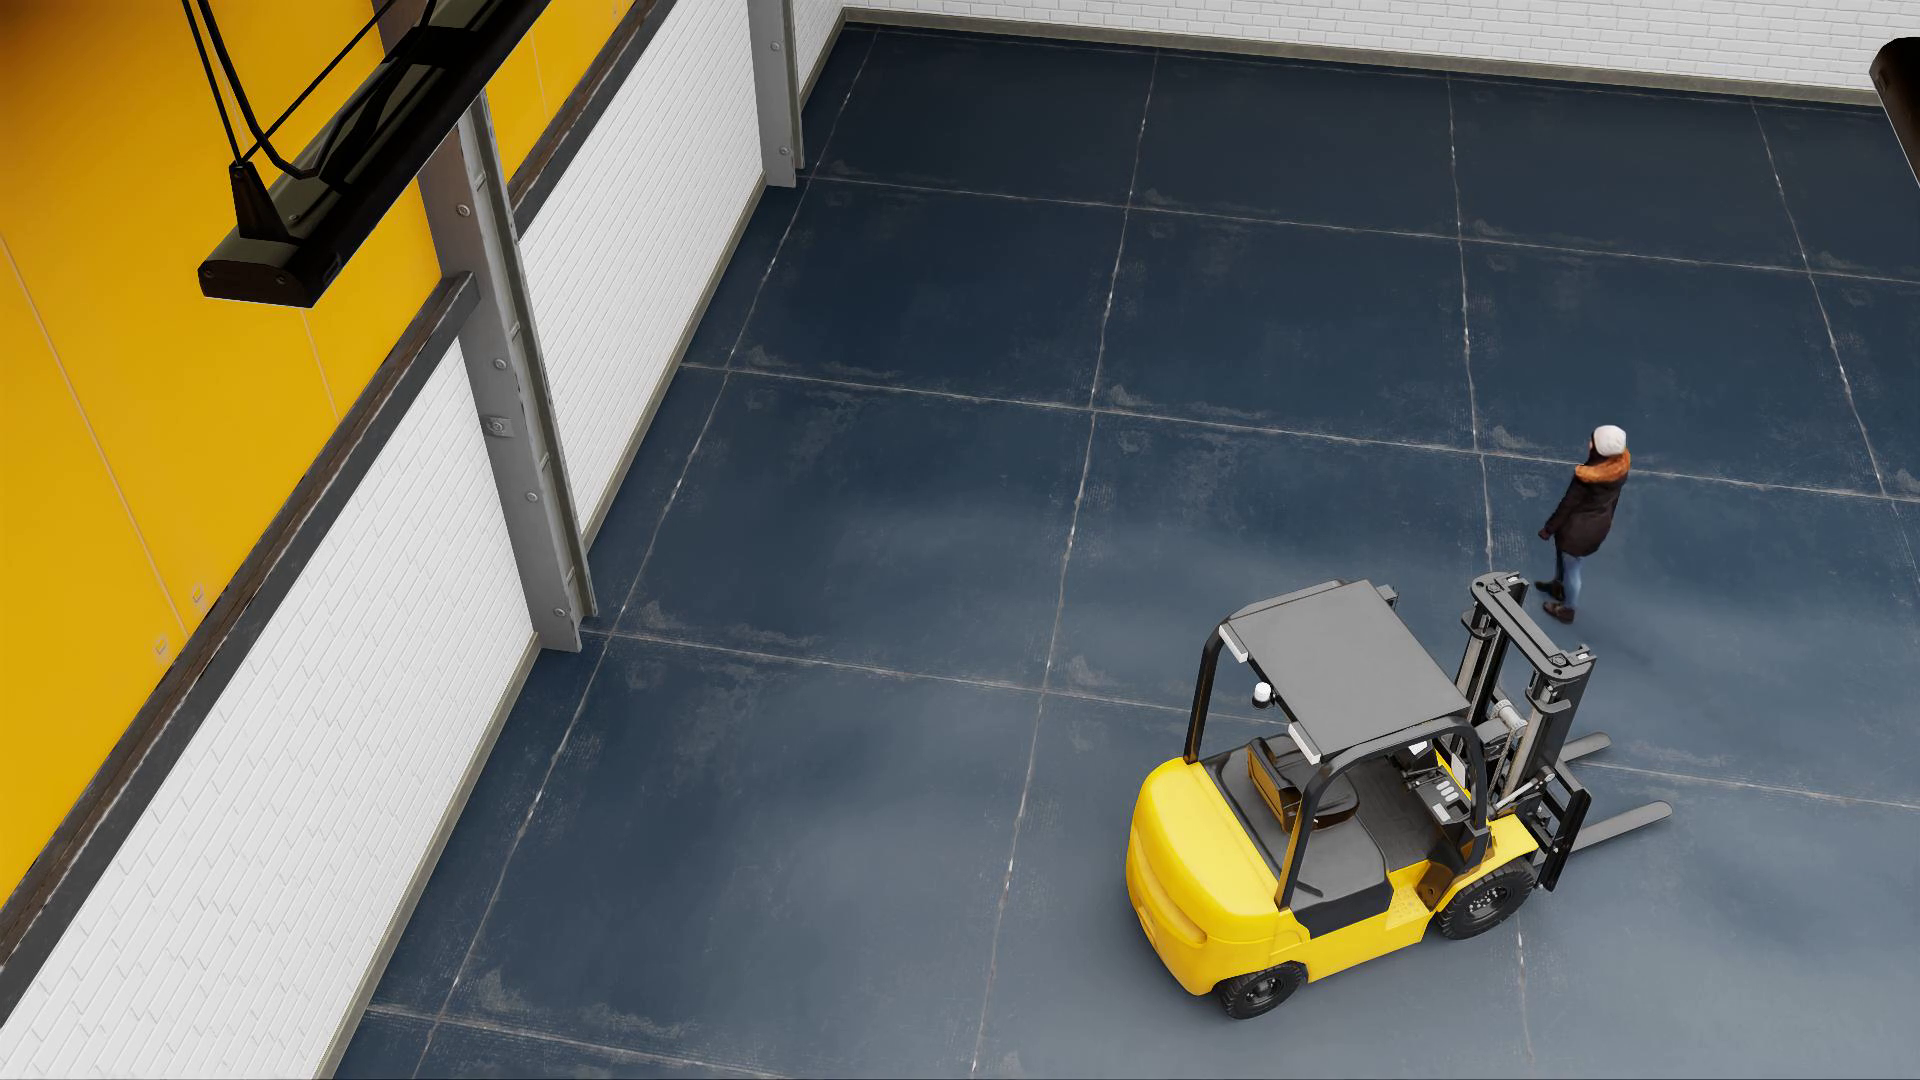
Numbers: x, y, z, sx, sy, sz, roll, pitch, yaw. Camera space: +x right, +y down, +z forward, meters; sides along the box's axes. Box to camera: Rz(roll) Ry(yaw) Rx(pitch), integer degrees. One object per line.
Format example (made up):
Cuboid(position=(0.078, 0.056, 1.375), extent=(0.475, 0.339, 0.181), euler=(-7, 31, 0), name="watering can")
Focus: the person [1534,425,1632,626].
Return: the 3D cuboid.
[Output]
Cuboid(position=(4.187, -0.059, 11.015), extent=(0.740, 1.622, 0.807), euler=(-32, 52, -29), name="person")
